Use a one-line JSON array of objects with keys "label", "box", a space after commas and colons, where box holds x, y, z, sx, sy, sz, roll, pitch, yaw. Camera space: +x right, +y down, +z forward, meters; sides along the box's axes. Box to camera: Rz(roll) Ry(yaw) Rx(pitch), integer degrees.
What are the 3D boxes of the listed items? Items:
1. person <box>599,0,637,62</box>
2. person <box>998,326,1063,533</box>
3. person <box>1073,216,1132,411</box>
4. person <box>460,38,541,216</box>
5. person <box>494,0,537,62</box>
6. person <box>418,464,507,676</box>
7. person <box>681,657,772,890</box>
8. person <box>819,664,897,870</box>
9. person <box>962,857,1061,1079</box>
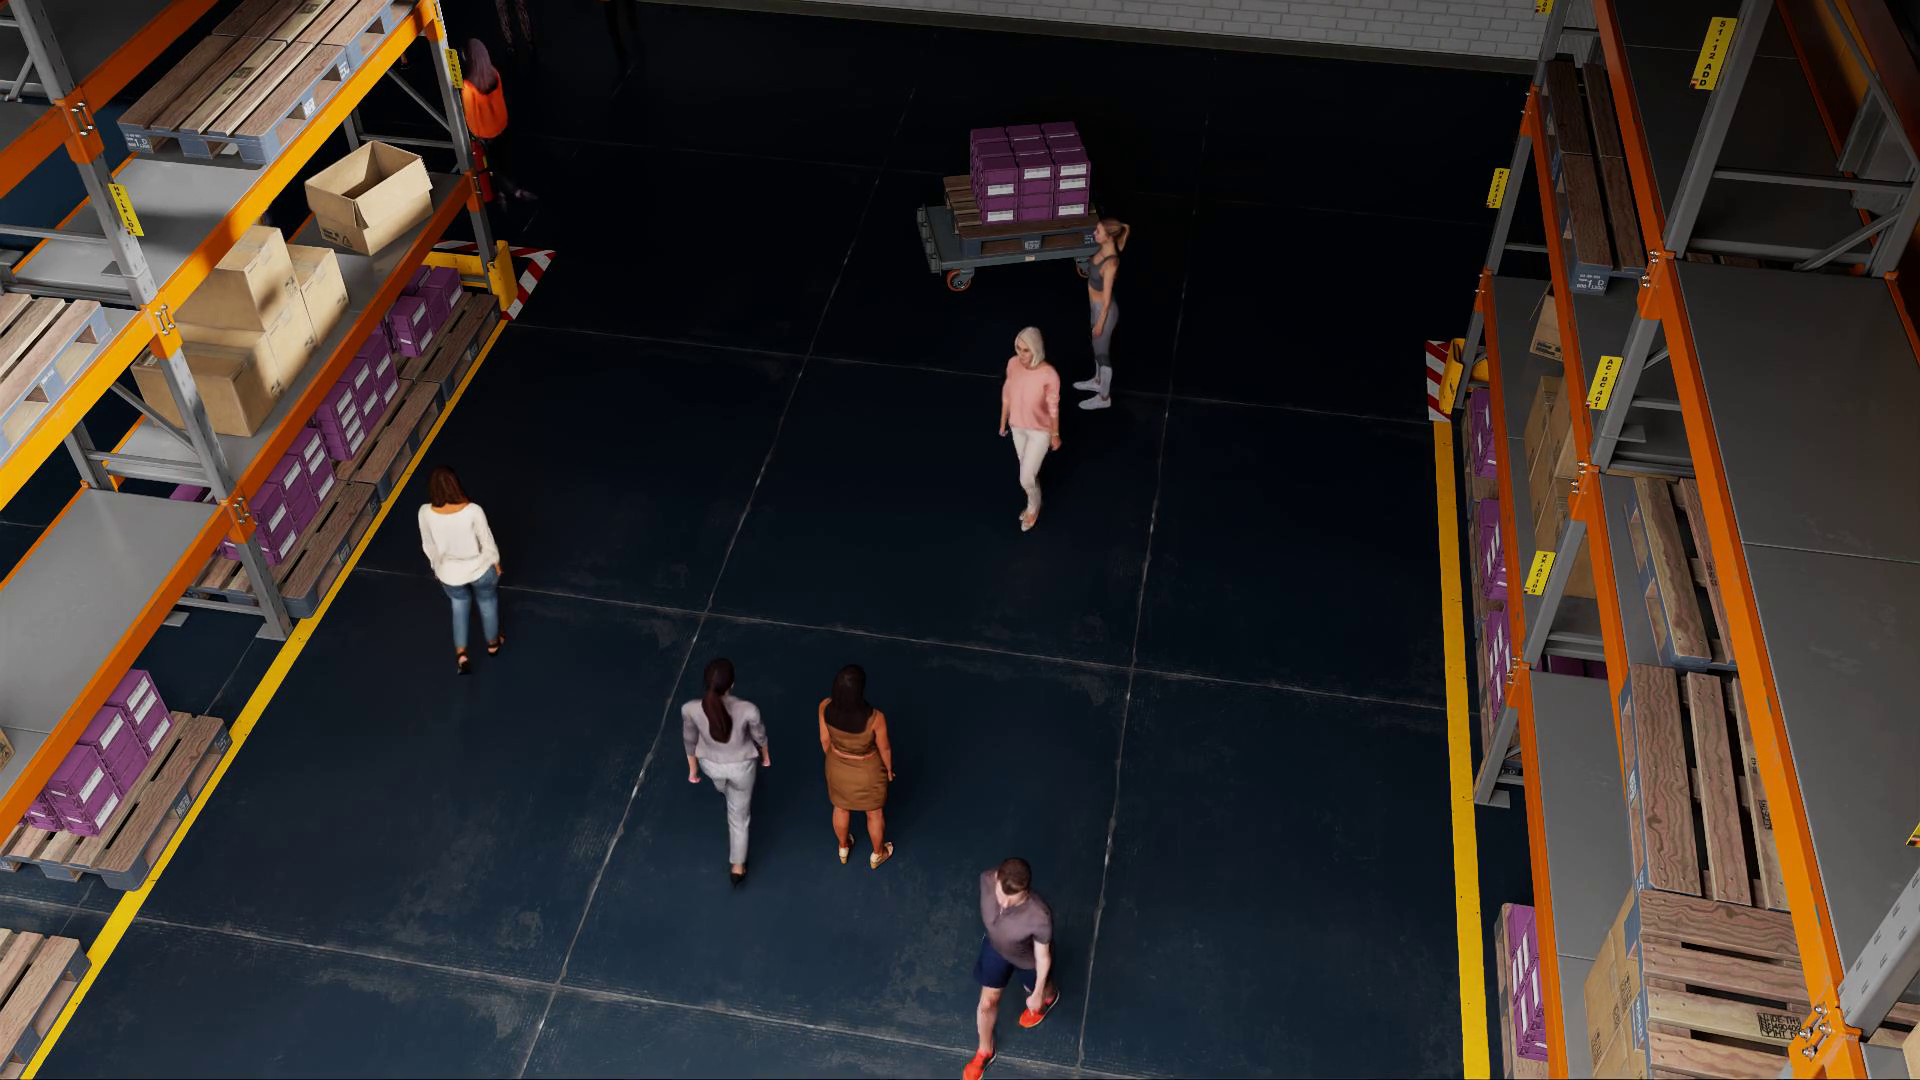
[{"label": "person", "box": [-3.619, -5.739, 17.007, 0.898, 1.663, 1.250, -1, 44, -1]}, {"label": "person", "box": [0.559, -0.843, 11.831, 0.739, 1.714, 0.770, 31, 52, 28]}, {"label": "person", "box": [1.112, -1.754, 12.795, 0.668, 1.704, 0.555, -2, 44, -2]}, {"label": "person", "box": [-4.091, -3.604, 14.714, 0.839, 1.735, 0.927, 19, 47, 19]}, {"label": "person", "box": [-4.652, -5.751, 16.983, 0.664, 1.714, 0.696, -17, 46, -17]}, {"label": "person", "box": [-3.200, 0.244, 10.726, 0.696, 1.666, 0.836, 0, 44, 0]}, {"label": "person", "box": [-1.337, 1.380, 9.562, 0.727, 1.625, 1.122, 1, 44, 1]}, {"label": "person", "box": [-0.597, 1.316, 9.583, 0.580, 1.690, 0.522, 10, 45, 11]}, {"label": "person", "box": [0.351, 2.082, 8.691, 0.952, 1.811, 1.143, 33, 52, 30]}]
